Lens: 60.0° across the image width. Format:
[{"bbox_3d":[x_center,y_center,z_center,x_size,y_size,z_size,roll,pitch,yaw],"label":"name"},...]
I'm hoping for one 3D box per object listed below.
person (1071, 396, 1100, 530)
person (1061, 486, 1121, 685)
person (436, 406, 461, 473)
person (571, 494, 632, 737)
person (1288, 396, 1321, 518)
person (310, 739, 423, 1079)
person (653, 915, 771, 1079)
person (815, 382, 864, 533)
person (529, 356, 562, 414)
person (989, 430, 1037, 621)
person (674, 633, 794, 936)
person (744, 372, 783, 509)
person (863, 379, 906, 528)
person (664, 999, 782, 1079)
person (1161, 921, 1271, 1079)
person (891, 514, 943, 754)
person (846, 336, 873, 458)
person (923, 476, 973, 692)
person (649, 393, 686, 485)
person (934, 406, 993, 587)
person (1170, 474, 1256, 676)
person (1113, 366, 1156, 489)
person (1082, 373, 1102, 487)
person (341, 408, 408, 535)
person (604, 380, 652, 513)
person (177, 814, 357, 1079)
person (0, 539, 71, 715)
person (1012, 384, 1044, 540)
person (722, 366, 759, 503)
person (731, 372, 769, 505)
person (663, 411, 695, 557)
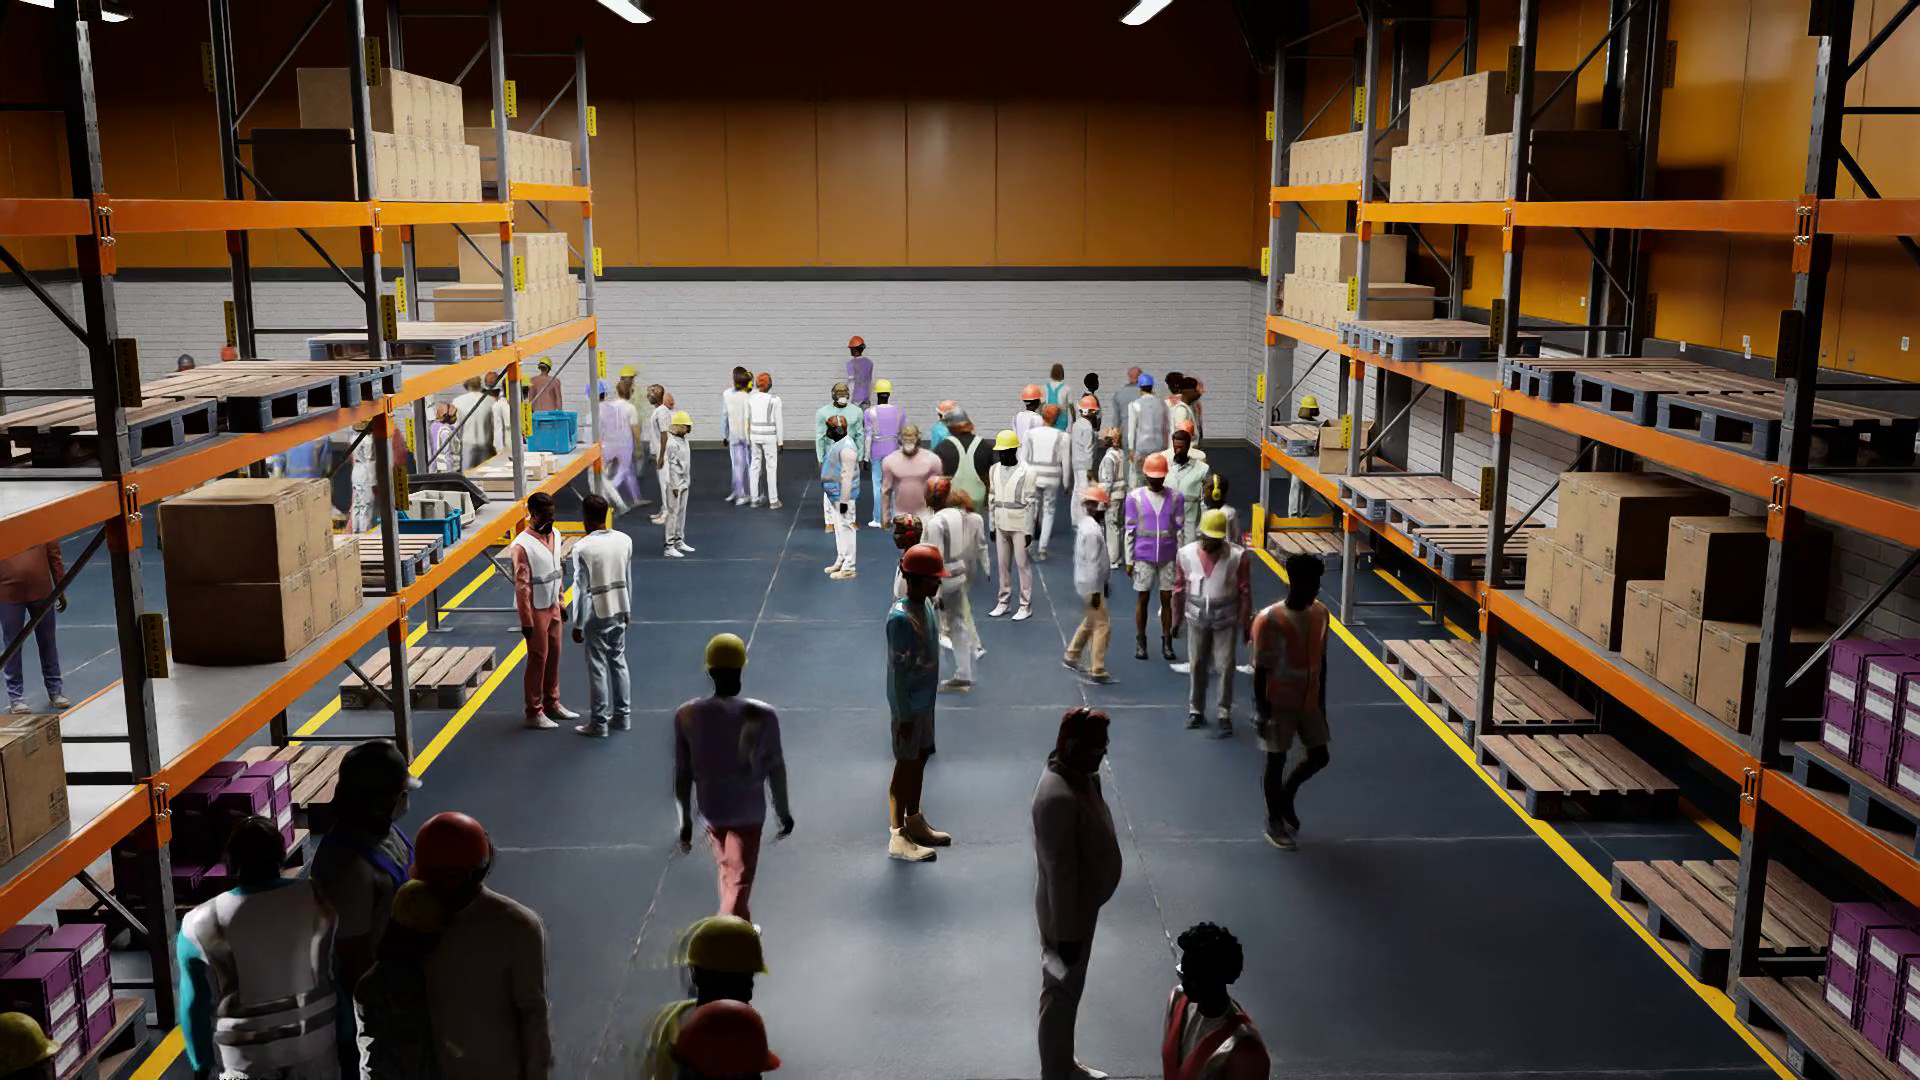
[{"bbox_3d":[1.603,-0.966,21.203,0.339,1.748,0.564,-2,12,-12],"label":"person"},{"bbox_3d":[1.148,0.389,14.563,0.508,1.700,0.593,1,11,4],"label":"person"},{"bbox_3d":[-6.500,-0.900,21.178,0.317,1.631,0.523,-3,12,-16],"label":"person"},{"bbox_3d":[-2.787,0.589,13.027,0.410,1.908,0.598,7,13,32],"label":"person"},{"bbox_3d":[4.440,-0.981,21.300,0.484,1.744,0.294,-8,14,-35],"label":"person"},{"bbox_3d":[-2.328,1.773,6.744,0.536,2.000,0.684,-2,11,-10],"label":"person"},{"bbox_3d":[-0.881,2.137,5.335,0.845,1.878,0.646,-3,12,-13],"label":"person"},{"bbox_3d":[-1.524,-1.051,21.191,0.632,1.932,0.369,-4,12,-17],"label":"person"},{"bbox_3d":[-6.664,-2.077,26.777,0.533,1.757,0.336,0,11,-2],"label":"person"},{"bbox_3d":[0.508,-0.151,16.700,0.583,1.921,0.394,9,15,39],"label":"person"},{"bbox_3d":[-1.241,1.432,8.850,0.587,1.889,0.947,4,12,19],"label":"person"},{"bbox_3d":[-2.704,-1.368,22.925,0.575,1.877,0.343,4,12,20],"label":"person"},{"bbox_3d":[-0.987,-1.116,21.513,0.596,1.925,0.372,-5,13,-25],"label":"person"},{"bbox_3d":[-0.742,2.225,4.762,1.062,1.931,0.632,-5,12,-23],"label":"person"},{"bbox_3d":[0.875,2.133,5.826,0.321,1.689,0.530,-5,12,-22],"label":"person"},{"bbox_3d":[-0.325,0.708,12.573,0.373,1.843,0.572,-2,11,-9],"label":"person"},{"bbox_3d":[-1.684,-2.322,27.271,0.383,2.041,0.616,7,13,33],"label":"person"},{"bbox_3d":[-0.218,0.372,14.203,0.779,1.856,0.573,6,13,26],"label":"person"},{"bbox_3d":[-3.912,-1.179,22.615,0.560,1.615,0.539,-9,15,-39],"label":"person"},{"bbox_3d":[0.013,-0.485,18.065,0.713,2.000,0.541,-3,12,-15],"label":"person"},{"bbox_3d":[2.312,0.323,14.628,0.826,1.807,0.565,3,12,16],"label":"person"},{"bbox_3d":[2.523,-1.537,23.706,0.694,1.895,0.467,6,13,27],"label":"person"},{"bbox_3d":[1.944,-1.634,24.684,0.317,1.700,0.537,-2,12,-11],"label":"person"},{"bbox_3d":[-7.202,-0.975,20.519,0.990,2.000,0.699,-3,12,-14],"label":"person"},{"bbox_3d":[-4.617,-1.281,22.688,0.523,1.806,0.951,9,14,38],"label":"person"},{"bbox_3d":[-2.645,1.946,6.415,0.632,1.835,0.429,-6,13,-29],"label":"person"},{"bbox_3d":[-7.628,0.442,13.568,0.613,1.987,0.408,-10,15,-42],"label":"person"},{"bbox_3d":[0.897,-0.972,20.754,0.347,1.943,0.545,-10,15,-40],"label":"person"},{"bbox_3d":[-3.055,-1.488,23.401,0.599,1.917,0.376,3,12,17],"label":"person"},{"bbox_3d":[-2.918,-1.434,23.299,0.537,1.846,0.668,8,14,35],"label":"person"},{"bbox_3d":[-3.328,-0.673,19.797,0.365,1.736,0.486,3,12,15],"label":"person"}]
